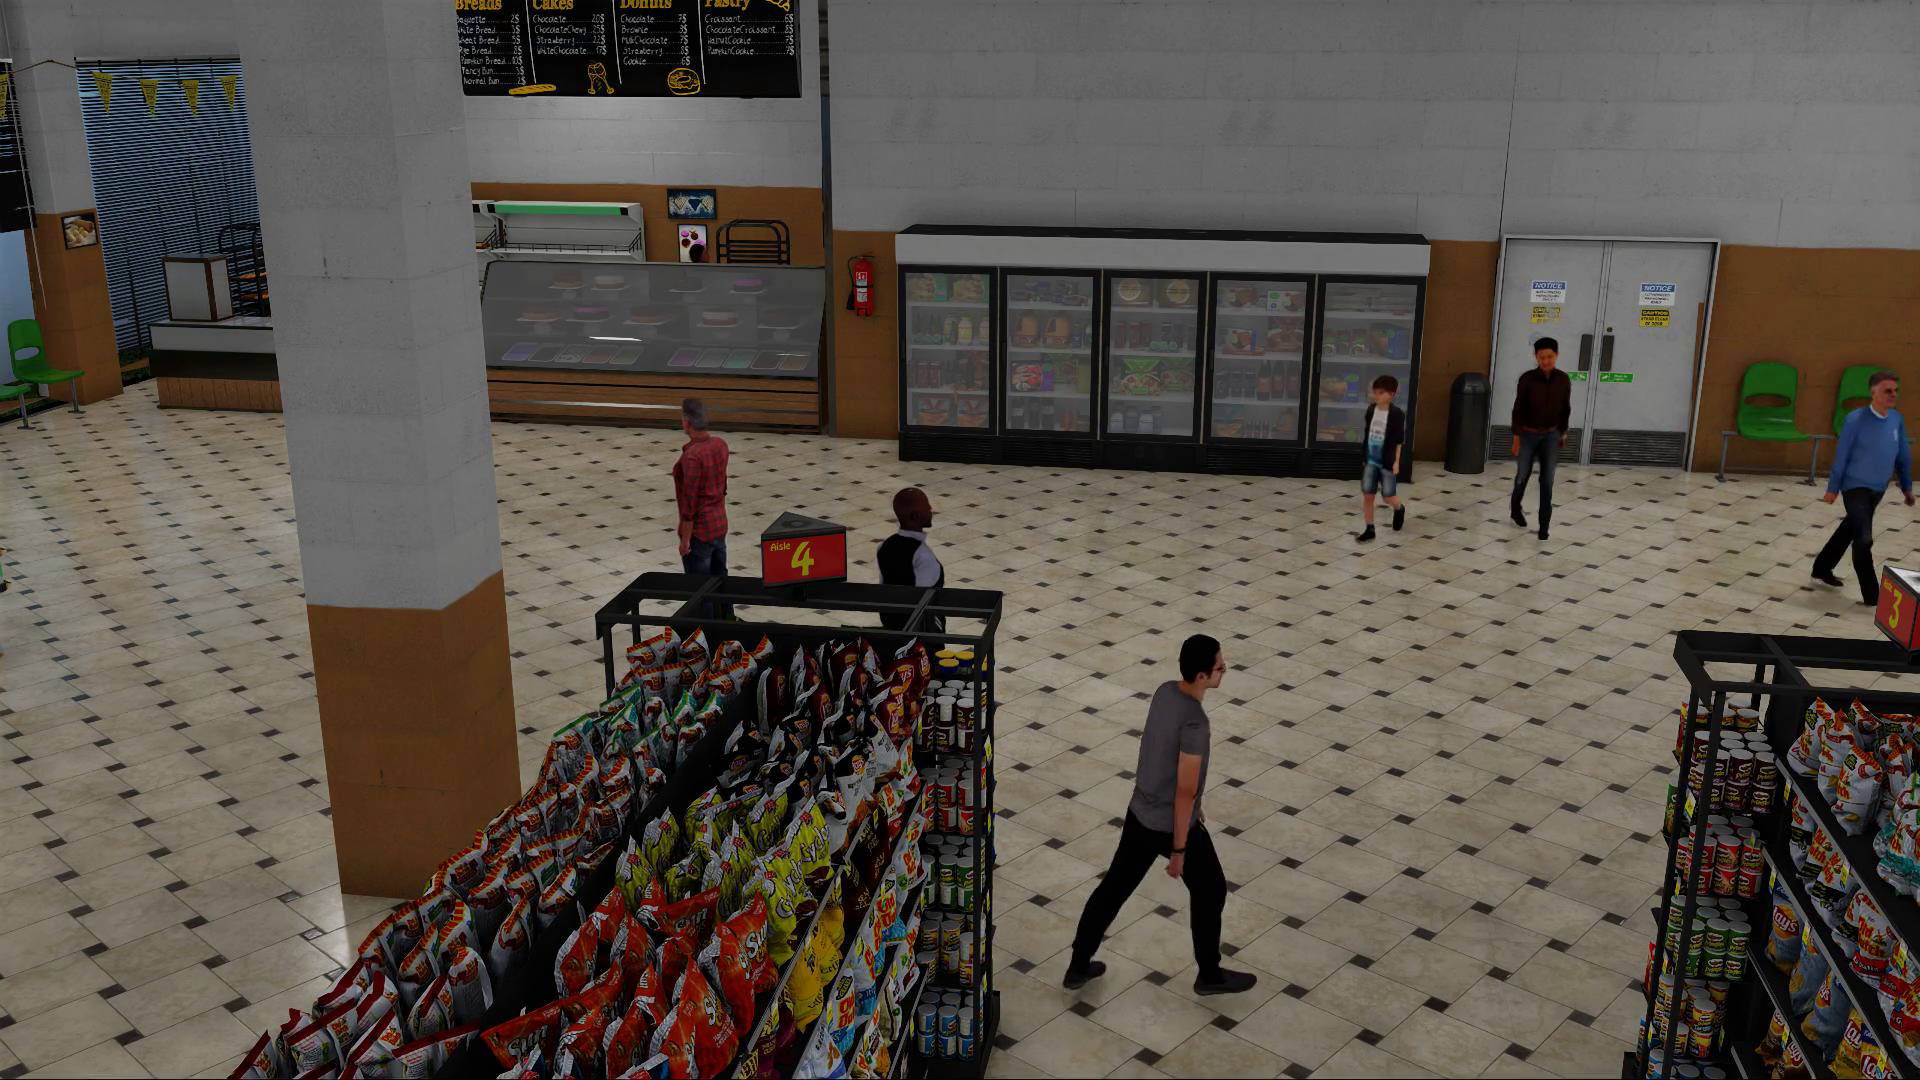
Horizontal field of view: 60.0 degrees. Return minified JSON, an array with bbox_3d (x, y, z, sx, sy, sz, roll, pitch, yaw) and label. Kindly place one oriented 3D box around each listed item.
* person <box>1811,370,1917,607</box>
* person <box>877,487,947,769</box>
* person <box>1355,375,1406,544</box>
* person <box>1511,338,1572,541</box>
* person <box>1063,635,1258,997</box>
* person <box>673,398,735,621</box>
[{"bbox_3d":[6.842,-0.421,12.711,1.024,1.764,1.255,-6,18,-18],"label":"person"},{"bbox_3d":[-0.278,0.583,9.294,0.784,1.828,0.722,-11,20,-33],"label":"person"},{"bbox_3d":[3.622,-0.689,14.157,0.878,1.435,0.774,-16,23,-42],"label":"person"},{"bbox_3d":[4.953,-0.888,14.326,0.753,1.719,1.140,0,17,-1],"label":"person"},{"bbox_3d":[0.827,1.260,7.296,1.089,1.692,1.122,-8,19,-25],"label":"person"},{"bbox_3d":[-1.766,-0.083,11.484,0.797,1.830,0.564,7,18,22],"label":"person"}]
